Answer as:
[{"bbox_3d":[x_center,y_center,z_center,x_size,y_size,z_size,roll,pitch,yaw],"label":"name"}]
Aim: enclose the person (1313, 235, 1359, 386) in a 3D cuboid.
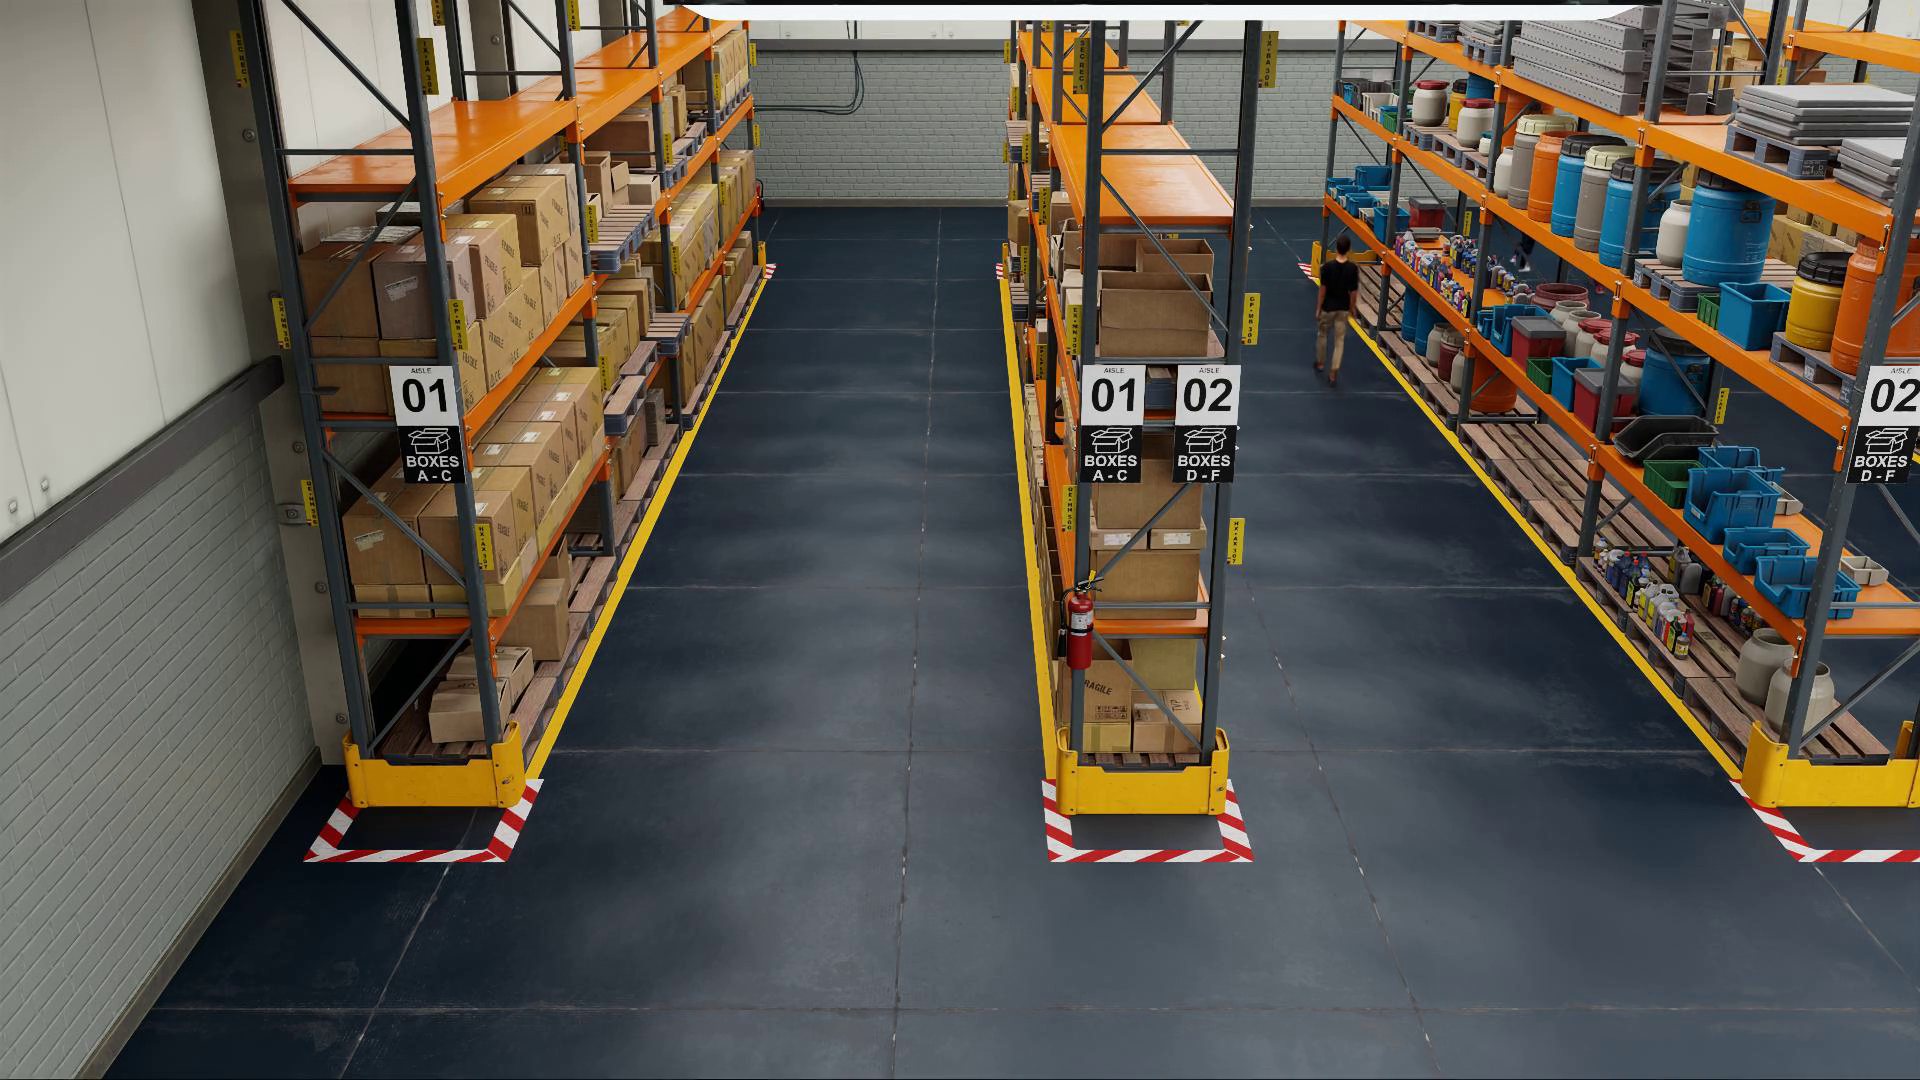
[{"bbox_3d":[4.685,-2.825,20.687,0.699,1.826,0.999,2,22,4],"label":"person"}]
